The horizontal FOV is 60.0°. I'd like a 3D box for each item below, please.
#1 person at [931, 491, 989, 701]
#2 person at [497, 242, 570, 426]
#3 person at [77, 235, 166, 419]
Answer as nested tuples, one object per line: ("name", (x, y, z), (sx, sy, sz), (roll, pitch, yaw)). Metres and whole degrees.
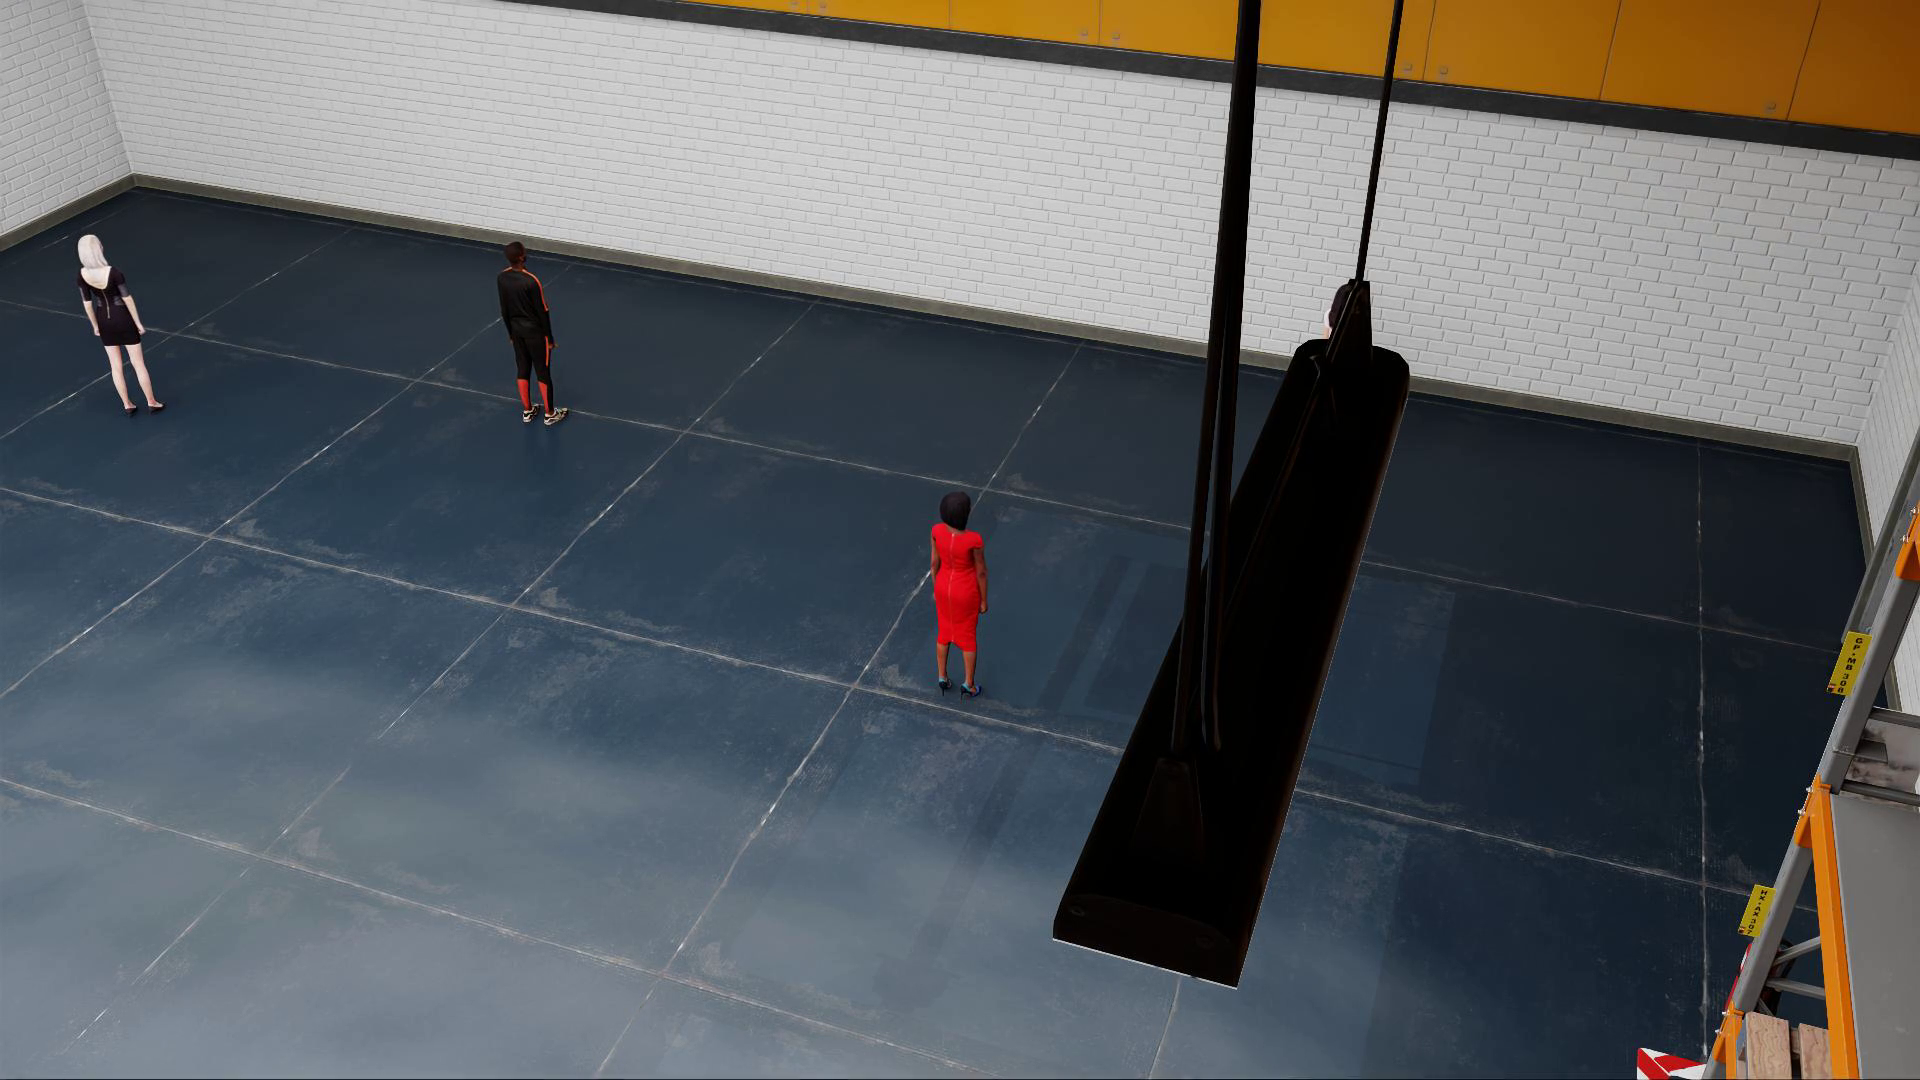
("person", (-0.020, 0.402, 11.996), (0.589, 1.744, 0.508), (14, 36, 20))
("person", (-4.007, -1.925, 15.439), (0.617, 1.808, 0.519), (11, 35, 15))
("person", (-7.876, -1.997, 15.529), (0.660, 1.830, 0.645), (-4, 34, -6))
